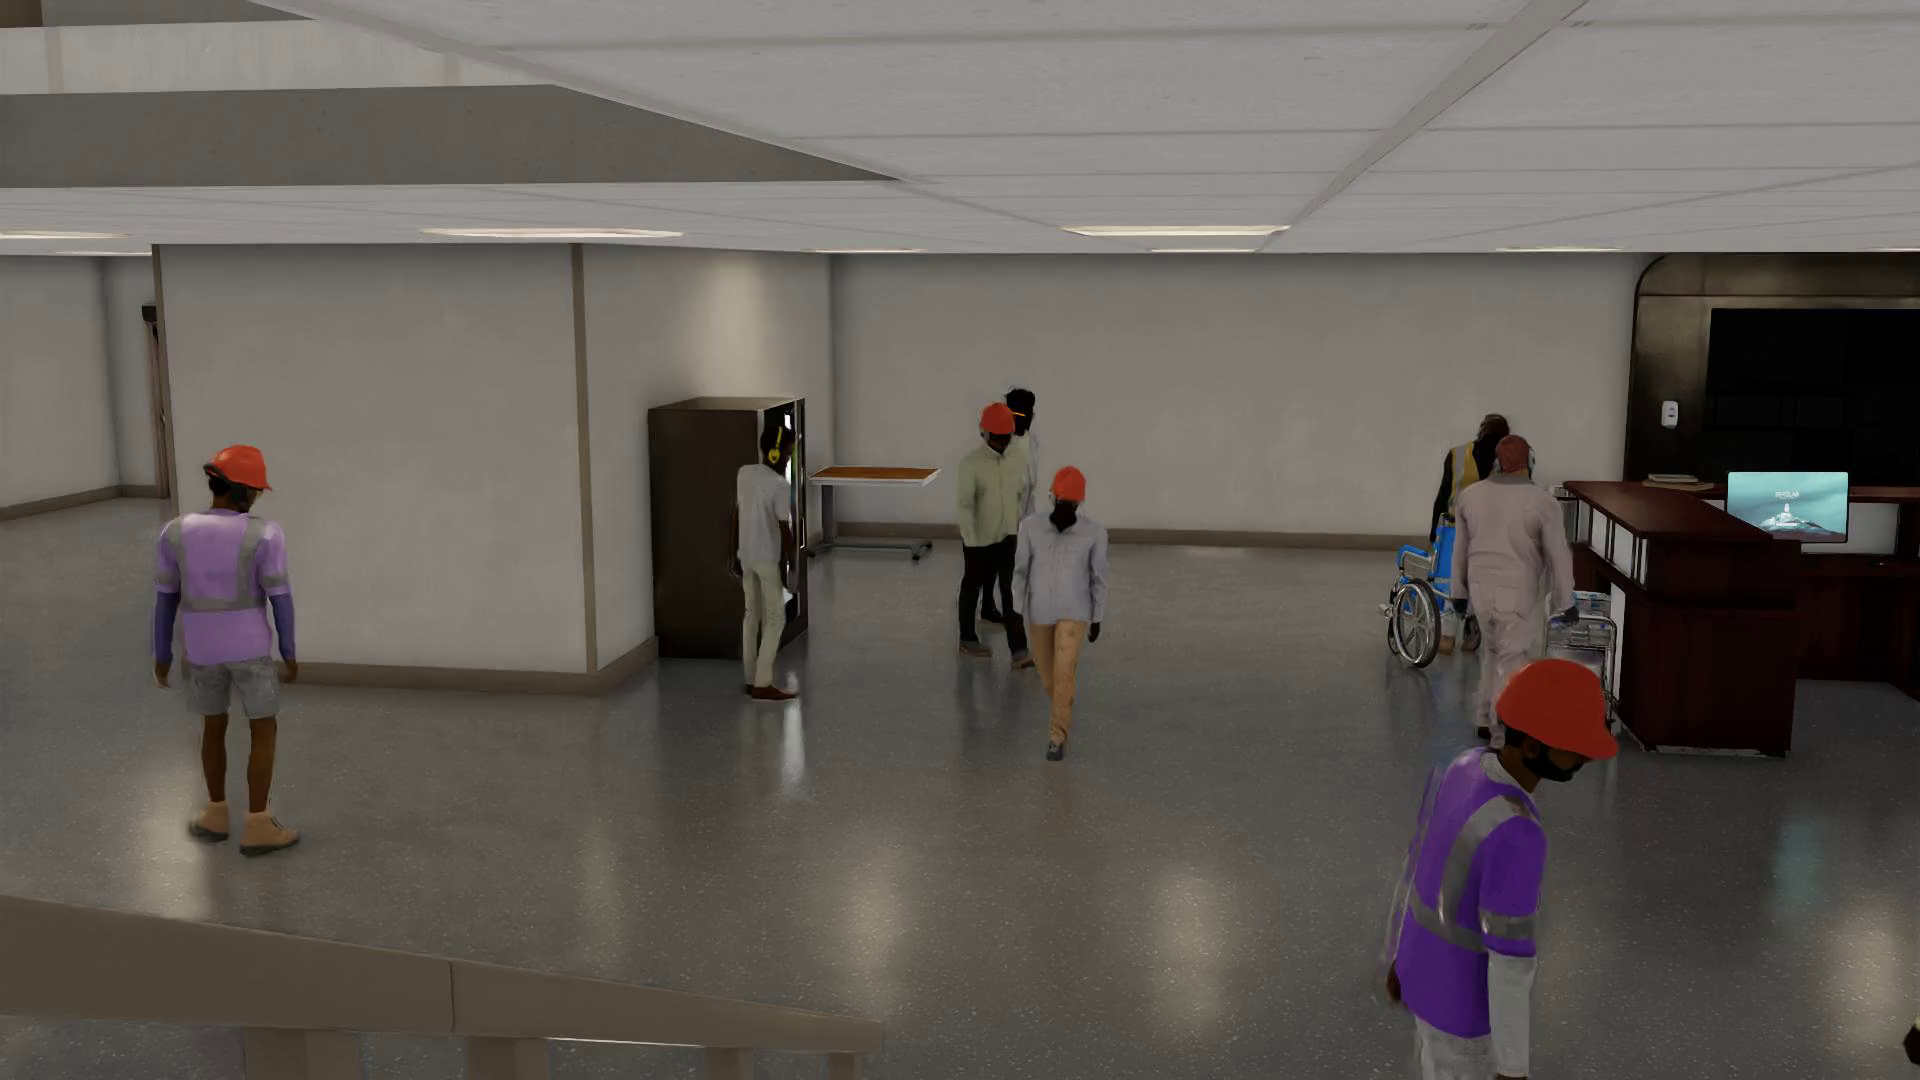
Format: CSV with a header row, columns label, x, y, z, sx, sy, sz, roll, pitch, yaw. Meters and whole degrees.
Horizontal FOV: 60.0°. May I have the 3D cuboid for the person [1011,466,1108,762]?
label,x,y,z,sx,sy,sz,roll,pitch,yaw
person,0.606,0.390,9.929,0.563,1.721,0.811,2,10,15

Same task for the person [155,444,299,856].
label,x,y,z,sx,sy,sz,roll,pitch,yaw
person,-3.617,0.532,8.193,0.676,1.992,0.521,0,9,0

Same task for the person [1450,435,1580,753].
label,x,y,z,sx,sy,sz,roll,pitch,yaw
person,3.270,0.331,9.781,0.557,1.881,0.682,-7,12,-38

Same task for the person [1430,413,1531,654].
label,x,y,z,sx,sy,sz,roll,pitch,yaw
person,3.821,-0.035,12.289,0.700,1.805,0.630,4,10,21

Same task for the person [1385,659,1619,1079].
label,x,y,z,sx,sy,sz,roll,pitch,yaw
person,1.359,1.208,4.376,0.595,1.884,0.591,1,9,6

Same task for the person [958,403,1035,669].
label,x,y,z,sx,sy,sz,roll,pitch,yaw
person,0.254,-0.032,11.917,0.620,1.911,1.031,-5,11,-30

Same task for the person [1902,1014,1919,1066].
label,x,y,z,sx,sy,sz,roll,pitch,yaw
person,2.814,1.259,4.349,0.600,1.786,0.843,-2,9,-9

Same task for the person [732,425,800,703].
label,x,y,z,sx,sy,sz,roll,pitch,yaw
person,-1.308,0.158,11.033,0.648,1.839,0.403,8,12,39
